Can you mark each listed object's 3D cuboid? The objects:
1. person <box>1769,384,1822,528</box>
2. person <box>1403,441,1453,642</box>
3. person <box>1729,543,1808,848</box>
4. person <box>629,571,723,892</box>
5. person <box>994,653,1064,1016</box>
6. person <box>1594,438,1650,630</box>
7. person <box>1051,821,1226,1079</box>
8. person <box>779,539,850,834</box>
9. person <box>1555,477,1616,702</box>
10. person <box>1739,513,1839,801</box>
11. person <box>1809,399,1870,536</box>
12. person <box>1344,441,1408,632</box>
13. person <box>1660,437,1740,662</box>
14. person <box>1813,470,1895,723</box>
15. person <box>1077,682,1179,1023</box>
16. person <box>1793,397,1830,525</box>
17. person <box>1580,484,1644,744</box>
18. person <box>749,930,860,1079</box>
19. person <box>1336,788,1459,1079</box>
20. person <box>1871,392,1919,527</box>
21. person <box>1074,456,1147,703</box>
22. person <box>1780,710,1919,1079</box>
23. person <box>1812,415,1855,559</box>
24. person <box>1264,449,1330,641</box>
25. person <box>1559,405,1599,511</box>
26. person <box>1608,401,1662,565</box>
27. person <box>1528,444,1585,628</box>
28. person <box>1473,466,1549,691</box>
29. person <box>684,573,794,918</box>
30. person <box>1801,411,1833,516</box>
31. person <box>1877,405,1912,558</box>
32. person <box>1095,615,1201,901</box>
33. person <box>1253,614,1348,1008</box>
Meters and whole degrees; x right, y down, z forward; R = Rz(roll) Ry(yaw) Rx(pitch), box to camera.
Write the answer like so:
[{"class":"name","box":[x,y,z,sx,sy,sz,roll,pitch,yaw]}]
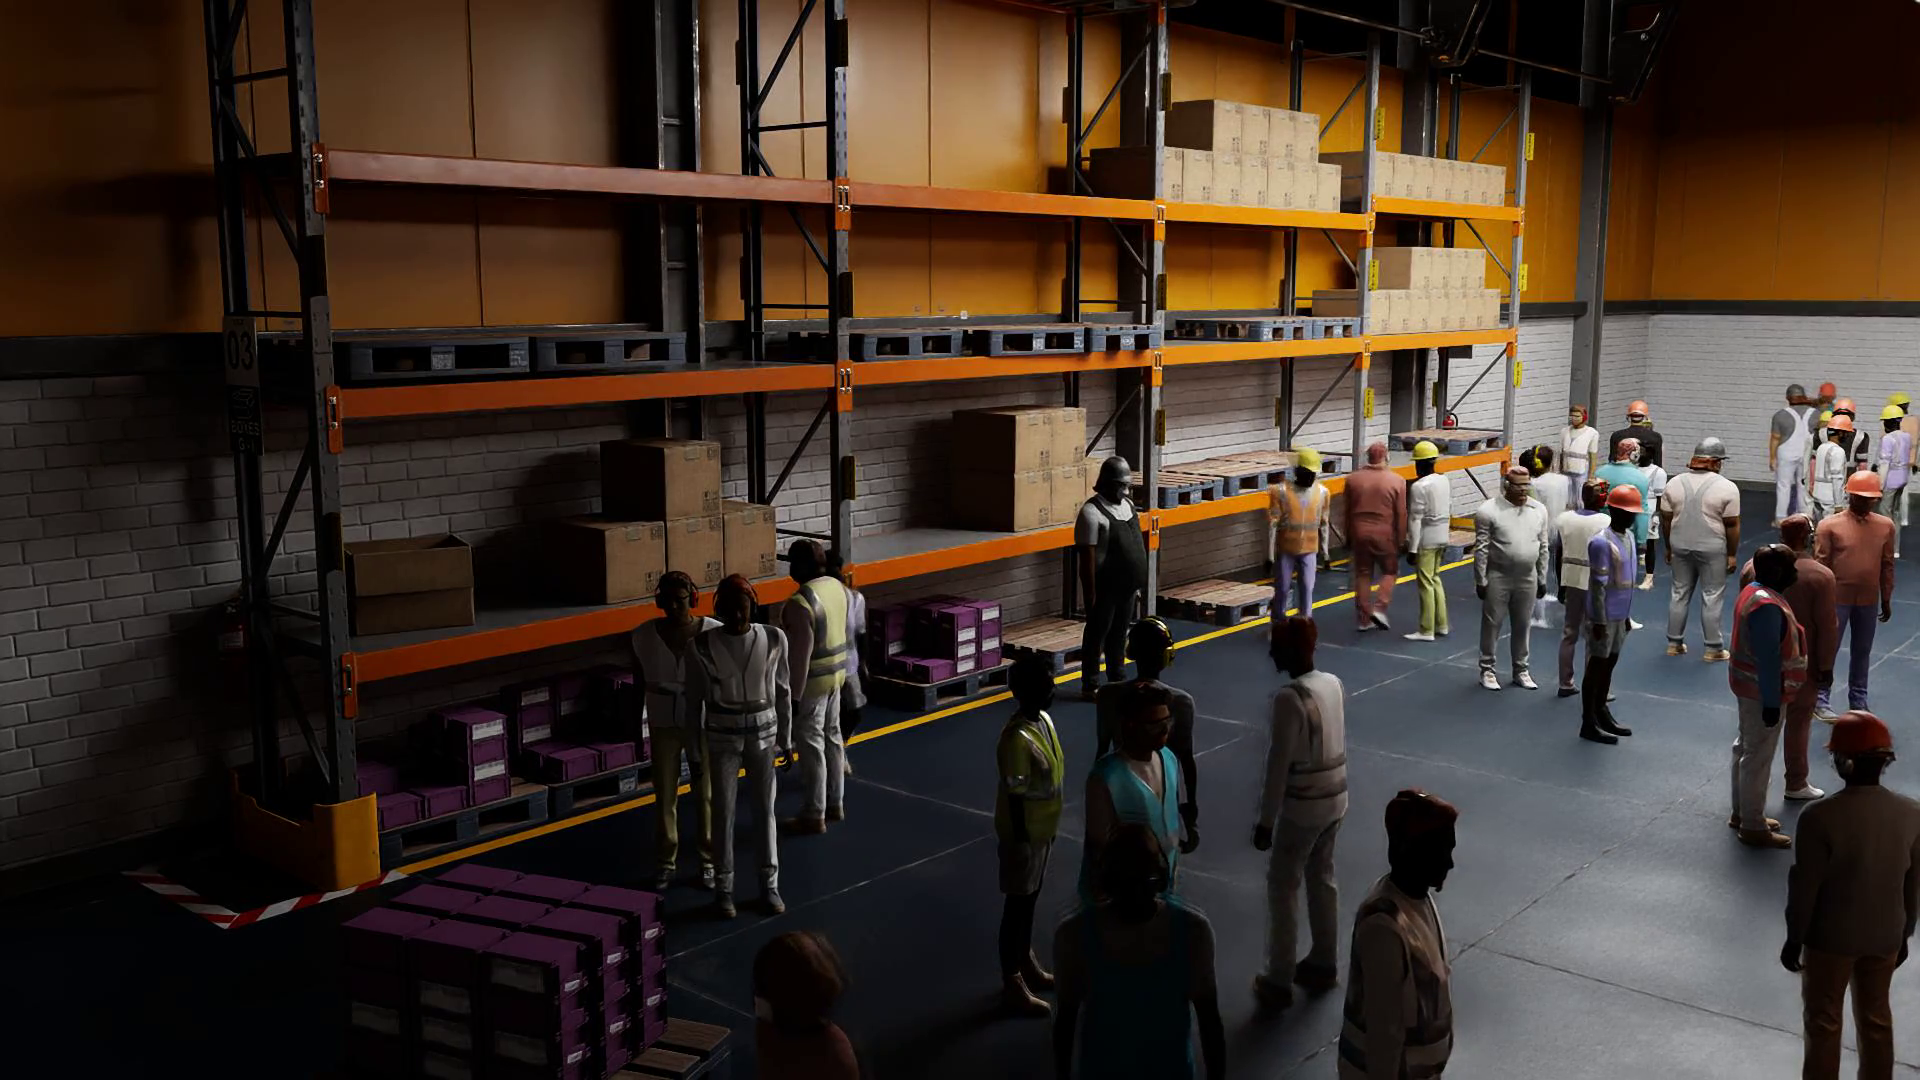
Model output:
[{"class":"person","box":[11.602,-1.175,23.155,0.699,2.000,0.538,2,9,10]},{"class":"person","box":[4.465,0.014,15.923,0.404,1.915,0.598,9,12,44]},{"class":"person","box":[4.937,0.935,10.181,0.429,1.846,0.625,3,9,17]},{"class":"person","box":[-1.563,1.067,9.372,0.567,1.838,0.385,-1,9,-5]},{"class":"person","box":[0.330,1.367,7.861,0.318,1.699,0.535,3,9,16]},{"class":"person","box":[6.554,-0.064,16.466,0.396,1.898,0.650,-4,10,-25]},{"class":"person","box":[0.546,1.735,5.201,0.513,1.793,0.988,-1,9,-8]},{"class":"person","box":[-0.931,0.904,10.398,0.429,1.839,0.634,4,10,23]},{"class":"person","box":[5.116,0.407,13.578,0.379,1.844,0.570,-6,11,-34]},{"class":"person","box":[5.516,0.767,11.068,0.405,1.904,0.652,-6,11,-34]},{"class":"person","box":[10.595,-0.689,20.077,0.611,2.030,0.410,5,10,28]},{"class":"person","box":[4.067,-0.031,16.270,0.664,1.879,0.430,6,10,32]},{"class":"person","box":[6.758,0.071,15.118,0.537,2.000,0.689,-8,12,-41]},{"class":"person","box":[6.919,0.446,12.888,0.614,1.987,0.408,0,9,-1]},{"class":"person","box":[0.686,1.467,6.738,0.395,1.847,0.564,6,11,36]},{"class":"person","box":[12.019,-1.064,23.140,0.522,1.815,0.803,-8,12,-41]},{"class":"person","box":[4.888,0.541,12.434,0.376,1.934,0.546,9,12,44]},{"class":"person","box":[-0.396,1.888,4.804,0.784,1.604,0.506,-7,11,-39]},{"class":"person","box":[1.363,1.692,5.175,0.362,1.883,0.575,4,10,23]},{"class":"person","box":[13.004,-1.096,23.078,0.597,1.910,0.453,-4,10,-22]},{"class":"person","box":[1.258,0.314,13.552,0.537,2.000,0.683,7,11,39]},{"class":"person","box":[3.523,1.538,6.613,0.564,1.745,0.350,-2,9,-11]},{"class":"person","box":[9.947,-0.467,18.971,0.389,1.925,0.549,1,9,7]},{"class":"person","box":[3.168,0.082,15.589,0.636,1.871,0.796,-1,9,-6]},{"class":"person","box":[8.068,-0.850,21.718,0.400,1.836,0.563,-5,10,-28]},{"class":"person","box":[8.192,-0.695,20.216,0.623,1.989,0.399,3,9,20]},{"class":"person","box":[5.843,-0.008,16.298,0.550,1.838,0.657,-4,10,-22]},{"class":"person","box":[4.635,0.321,13.973,0.644,1.900,0.399,-1,9,-7]},{"class":"person","box":[-1.191,1.106,8.985,0.584,1.879,0.369,-3,9,-19]},{"class":"person","box":[11.424,-0.846,22.034,0.493,1.728,0.324,5,10,27]},{"class":"person","box":[11.491,-0.708,20.565,0.591,1.913,0.394,-7,11,-37]},{"class":"person","box":[0.881,1.281,7.886,0.547,1.865,0.336,4,10,24]},{"class":"person","box":[1.634,1.277,7.915,0.409,1.875,0.623,6,11,35]}]
